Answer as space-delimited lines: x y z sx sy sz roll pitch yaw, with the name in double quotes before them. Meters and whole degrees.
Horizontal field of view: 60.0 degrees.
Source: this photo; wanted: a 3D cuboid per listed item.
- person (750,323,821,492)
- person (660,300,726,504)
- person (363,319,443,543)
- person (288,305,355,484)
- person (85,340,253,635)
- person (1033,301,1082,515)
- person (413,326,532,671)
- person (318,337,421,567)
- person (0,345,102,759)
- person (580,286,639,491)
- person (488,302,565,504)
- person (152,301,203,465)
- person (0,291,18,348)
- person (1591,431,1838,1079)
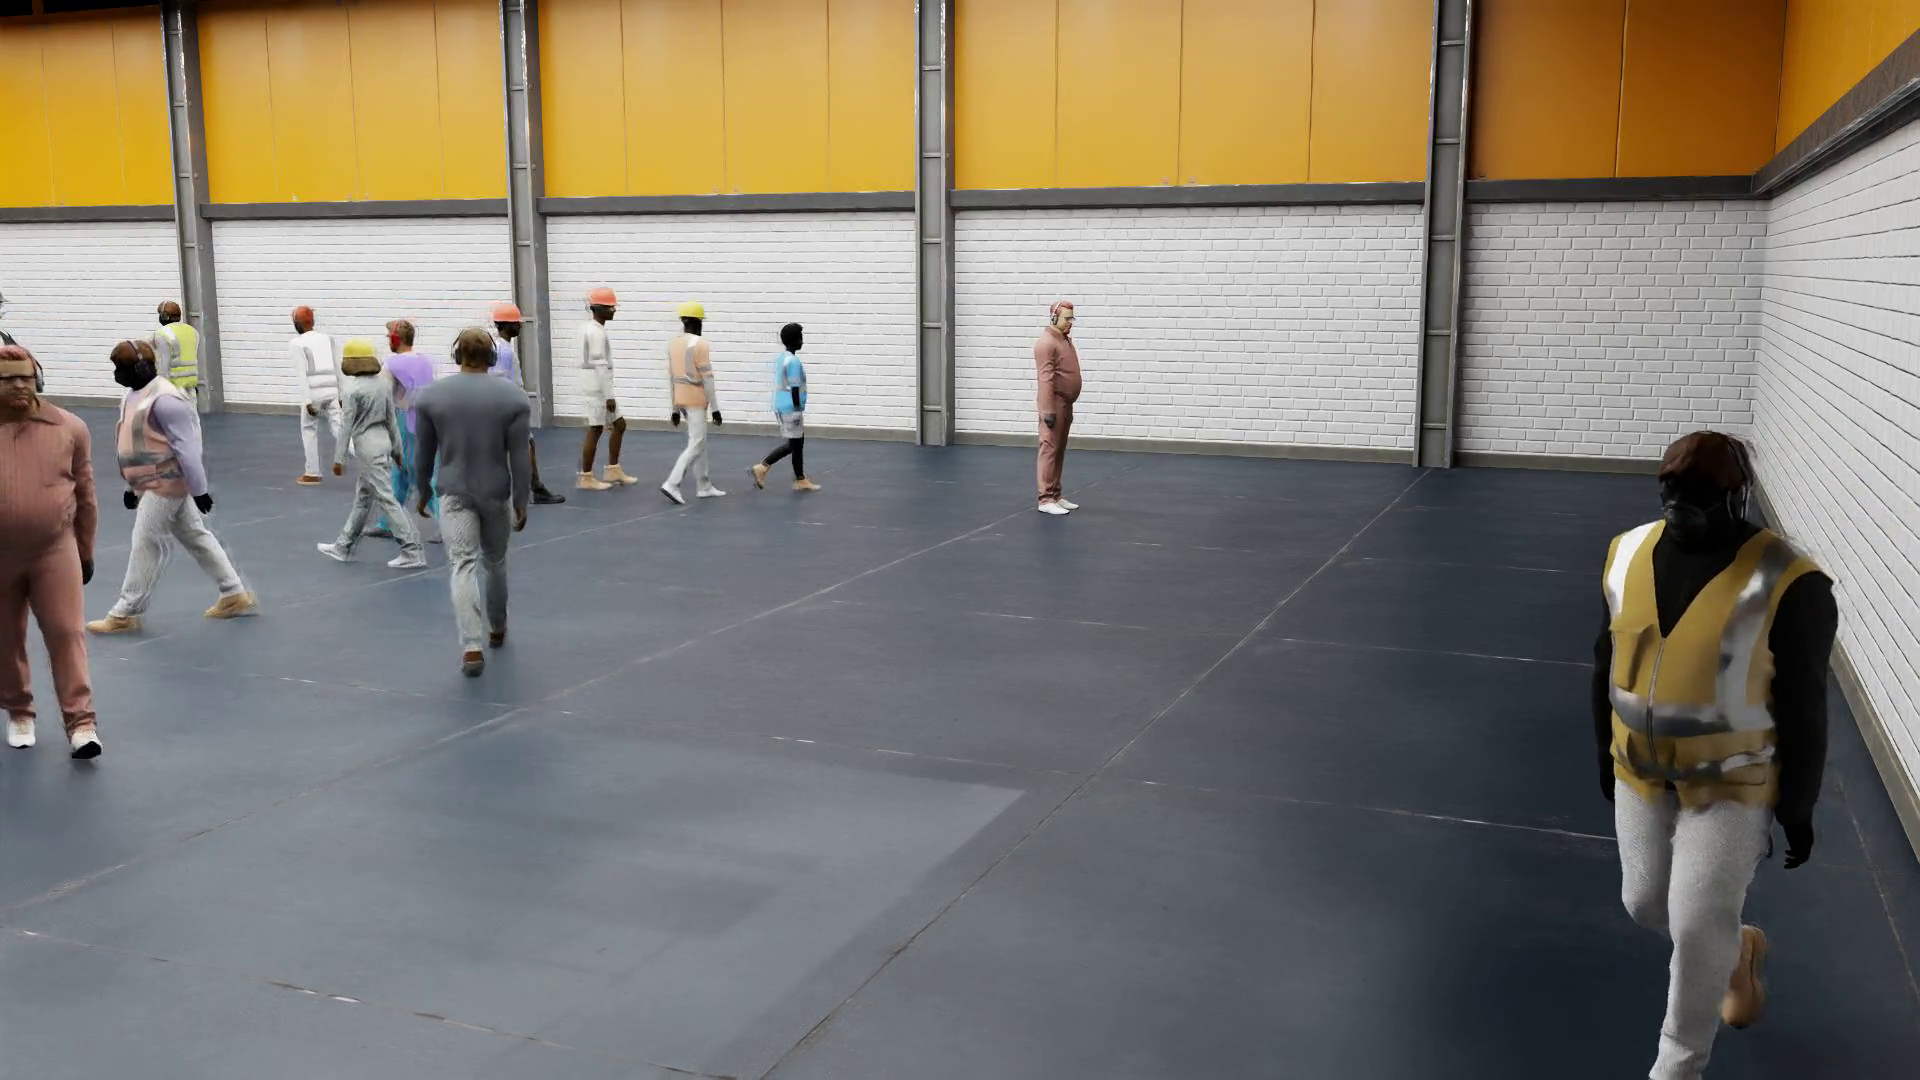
"person" -1.713 -1.275 16.183 0.662 1.675 0.537 -3 10 -18
"person" -2.538 -1.296 15.673 0.703 1.935 0.599 -7 12 -37
"person" -4.429 -0.863 13.339 0.954 1.796 0.571 2 10 12
"person" -6.351 -1.439 16.712 0.909 1.841 0.599 5 11 29
"person" -4.858 -0.334 10.181 0.972 1.784 0.651 -7 12 -37
"person" 0.895 -1.190 14.980 0.404 1.903 0.636 3 10 20
"person" -2.719 -0.249 9.332 0.645 1.893 1.018 -3 10 -15
"person" -4.393 -0.640 12.248 0.915 1.684 0.502 2 10 13
"person" -4.180 0.076 7.432 0.651 1.861 0.978 -6 11 -33
"person" -3.440 -1.479 16.362 0.745 2.014 0.653 -2 10 -14
"person" -4.211 -1.244 15.340 0.972 1.895 0.556 -4 10 -22
"person" -8.545 -1.680 18.133 0.429 1.839 0.633 2 10 12
"person" -9.490 -1.505 16.465 0.537 2.000 0.682 -4 10 -23
"person" 2.010 0.600 4.414 0.726 1.820 0.644 -6 11 -33
